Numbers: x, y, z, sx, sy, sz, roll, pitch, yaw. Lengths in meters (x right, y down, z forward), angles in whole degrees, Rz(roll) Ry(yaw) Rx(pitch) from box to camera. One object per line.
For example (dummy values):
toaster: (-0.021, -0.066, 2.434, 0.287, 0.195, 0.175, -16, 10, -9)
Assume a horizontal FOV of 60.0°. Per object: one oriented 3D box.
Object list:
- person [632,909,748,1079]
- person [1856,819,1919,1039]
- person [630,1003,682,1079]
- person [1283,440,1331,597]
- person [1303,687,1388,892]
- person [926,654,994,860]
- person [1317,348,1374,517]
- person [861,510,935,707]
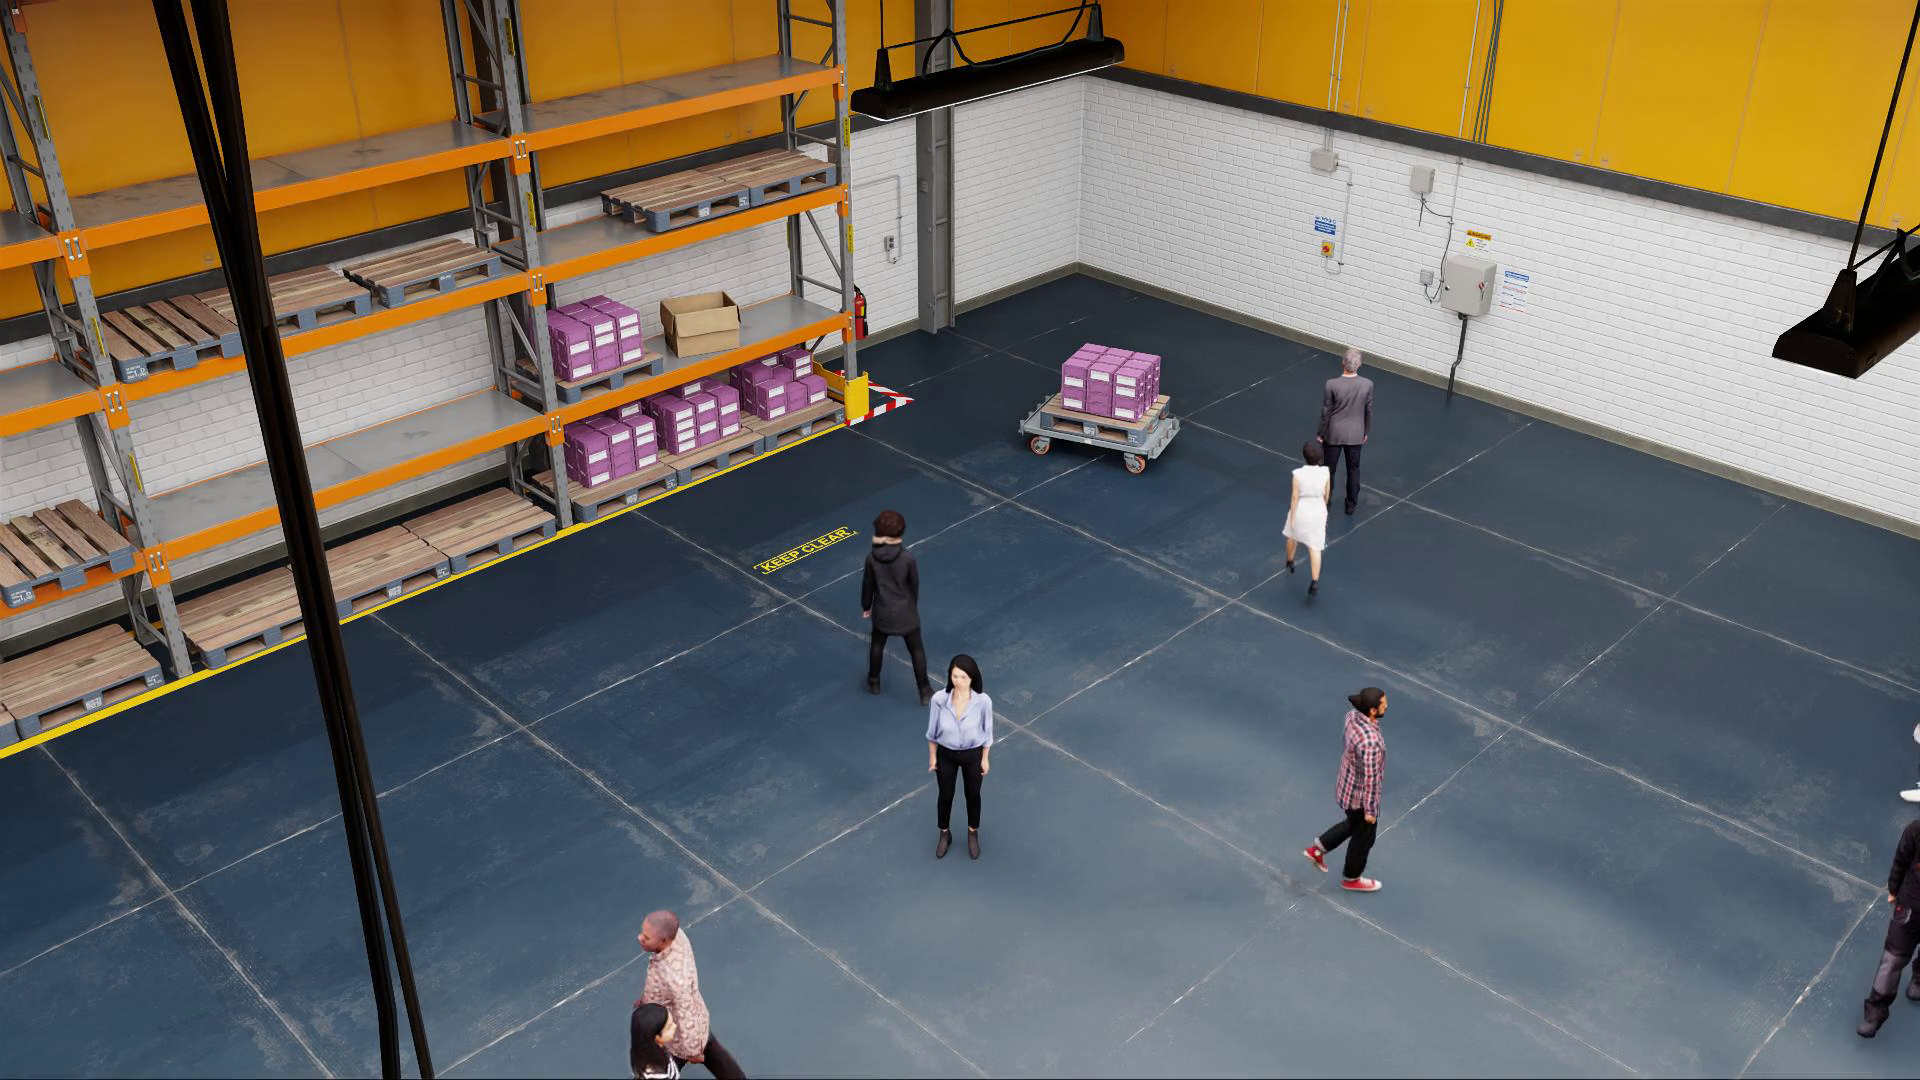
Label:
person: (-1.574, 2.894, 9.953, 1.296, 1.758, 1.124, -5, 29, -9)
person: (6.375, 2.380, 10.854, 0.775, 1.797, 1.165, 23, 36, 35)
person: (-1.662, 3.271, 9.224, 0.619, 1.794, 0.656, -14, 31, -23)
person: (3.344, -0.182, 15.845, 0.990, 1.516, 1.046, 0, 29, 0)
person: (2.809, 1.805, 11.960, 0.992, 1.749, 0.931, -1, 29, -1)
person: (0.007, 1.605, 12.332, 0.728, 1.743, 0.769, 2, 29, 4)
person: (3.977, -1.120, 17.223, 0.801, 1.842, 0.861, 0, 29, 0)
person: (-0.589, 0.585, 14.189, 0.915, 1.756, 0.945, 3, 29, 5)
